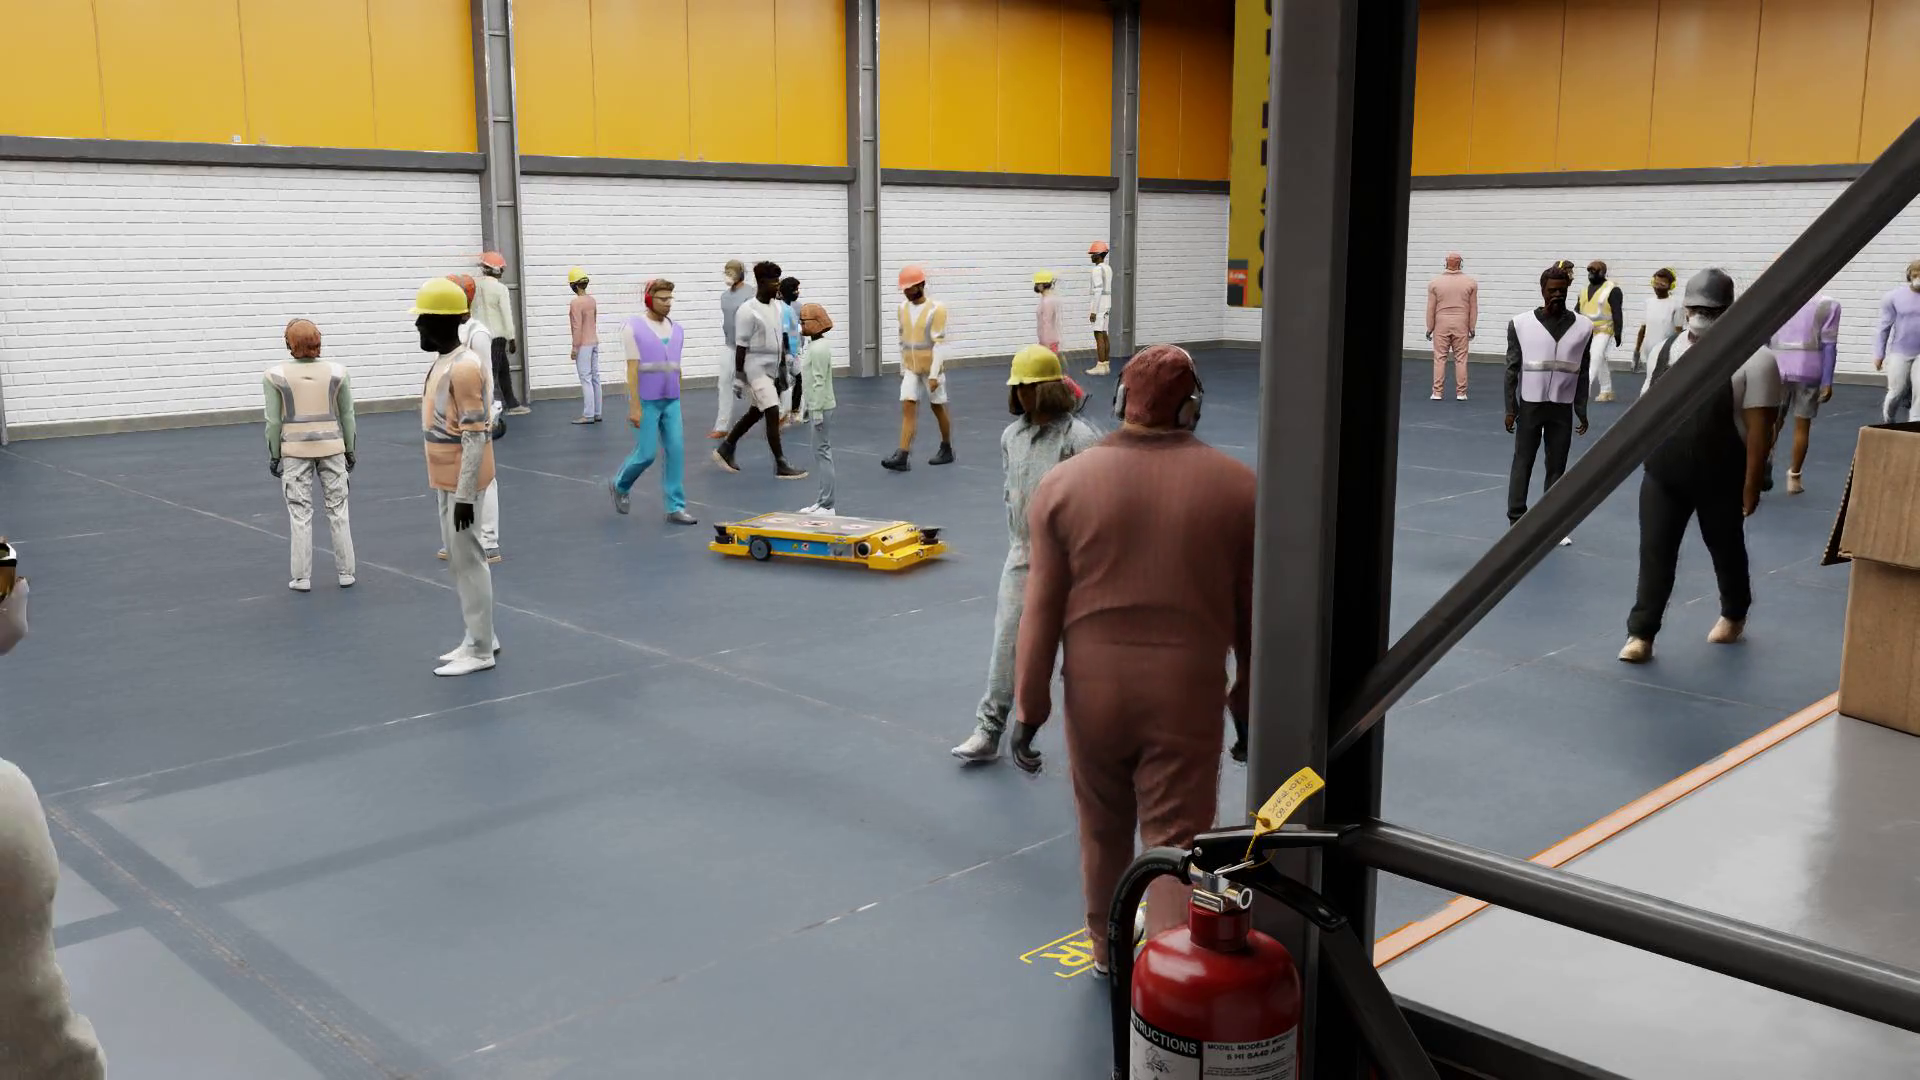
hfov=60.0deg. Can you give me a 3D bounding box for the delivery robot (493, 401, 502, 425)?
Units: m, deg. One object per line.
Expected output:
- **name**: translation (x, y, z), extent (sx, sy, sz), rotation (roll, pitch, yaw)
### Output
- **delivery robot**: translation (-5.113, -1.326, 17.172), extent (0.707, 0.478, 0.477), rotation (0, 10, -1)

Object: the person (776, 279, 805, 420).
- **person**: translation (-1.993, -2.200, 19.249), extent (0.281, 1.634, 0.499), rotation (9, 14, 42)

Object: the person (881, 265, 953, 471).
- **person**: translation (-0.359, -1.570, 15.201), extent (0.552, 1.865, 1.019), rotation (7, 12, 32)

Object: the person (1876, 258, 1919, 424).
- **person**: translation (9.567, -1.873, 16.712), extent (0.659, 1.914, 0.670), rotation (5, 12, 26)

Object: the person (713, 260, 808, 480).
- **person**: translation (-1.813, -1.500, 14.670), extent (0.972, 1.922, 0.660), rotation (5, 11, 23)

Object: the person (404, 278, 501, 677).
- **person**: translation (-2.441, -0.292, 8.118), extent (0.441, 1.943, 0.616), rotation (-6, 12, -28)

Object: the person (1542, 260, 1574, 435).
- **person**: translation (6.370, -2.053, 17.808), extent (0.309, 1.868, 0.535), rotation (4, 11, 21)

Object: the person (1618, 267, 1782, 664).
- **person**: translation (3.783, -0.421, 8.437), extent (1.062, 2.000, 0.685), rotation (-10, 14, -42)

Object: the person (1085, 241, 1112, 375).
- **person**: translation (2.113, -3.547, 25.479), extent (0.386, 2.041, 0.615), rotation (4, 11, 22)

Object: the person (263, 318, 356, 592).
- **person**: translation (-3.884, -0.505, 9.982), extent (0.514, 1.645, 0.309), rotation (-6, 12, -30)

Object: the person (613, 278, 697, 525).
- **person**: translation (-2.285, -1.027, 12.341), extent (0.703, 1.822, 0.579), rotation (8, 13, 39)

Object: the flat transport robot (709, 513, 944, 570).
- **flat transport robot**: translation (-0.889, -0.011, 11.035), extent (1.431, 0.197, 0.652), rotation (5, 12, 26)

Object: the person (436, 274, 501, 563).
- **person**: translation (-3.206, -0.775, 10.800), extent (0.354, 1.883, 0.572), rotation (-8, 13, -36)

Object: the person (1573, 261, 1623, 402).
- **person**: translation (8.056, -2.631, 21.139), extent (0.942, 1.798, 0.652), rotation (-5, 11, -24)

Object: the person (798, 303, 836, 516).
- **person**: translation (-1.079, -0.972, 12.580), extent (0.274, 1.632, 0.500), rotation (-1, 10, -8)

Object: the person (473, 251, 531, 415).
- **person**: translation (-5.497, -2.400, 19.480), extent (0.630, 1.958, 0.963), rotation (9, 14, 41)

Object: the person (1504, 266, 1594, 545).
- **person**: translation (4.051, -0.920, 11.496), extent (0.591, 1.919, 0.392), rotation (0, 10, 0)

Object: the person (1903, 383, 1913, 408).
- **person**: translation (11.589, -2.451, 19.910), extent (0.598, 1.910, 0.666), rotation (-6, 12, -28)

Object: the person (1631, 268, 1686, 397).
- **person**: translation (7.224, -1.905, 17.206), extent (1.035, 1.813, 0.553), rotation (-4, 11, -23)

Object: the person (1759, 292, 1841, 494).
- **person**: translation (6.780, -1.345, 13.554), extent (0.616, 2.024, 0.743), rotation (8, 13, 36)

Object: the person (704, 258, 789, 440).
- **person**: translation (-2.245, -2.015, 17.544), extent (0.652, 1.899, 0.987), rotation (10, 14, 43)

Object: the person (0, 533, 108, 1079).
- **person**: translation (-1.297, 0.839, 1.990), extent (0.630, 1.901, 1.000), rotation (10, 14, 42)

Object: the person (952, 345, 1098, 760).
- **person**: translation (0.360, 0.048, 6.836), extent (0.503, 1.692, 0.918), rotation (8, 13, 36)

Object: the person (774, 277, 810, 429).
- **person**: translation (-1.856, -2.061, 18.368), extent (0.609, 1.666, 0.572), rotation (1, 10, 6)

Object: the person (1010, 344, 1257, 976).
- **person**: translation (0.481, 0.425, 4.389), extent (0.691, 1.859, 1.015), rotation (2, 11, 9)

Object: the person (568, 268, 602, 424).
- **person**: translation (-4.279, -2.195, 18.870), extent (0.329, 1.765, 0.525), rotation (3, 11, 14)

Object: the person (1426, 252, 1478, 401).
- **person**: translation (6.343, -2.747, 21.485), extent (0.639, 1.911, 0.406), rotation (2, 11, 13)

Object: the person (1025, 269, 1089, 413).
- **person**: translation (1.132, -2.367, 19.895), extent (0.779, 1.742, 0.532), rotation (0, 10, -2)
